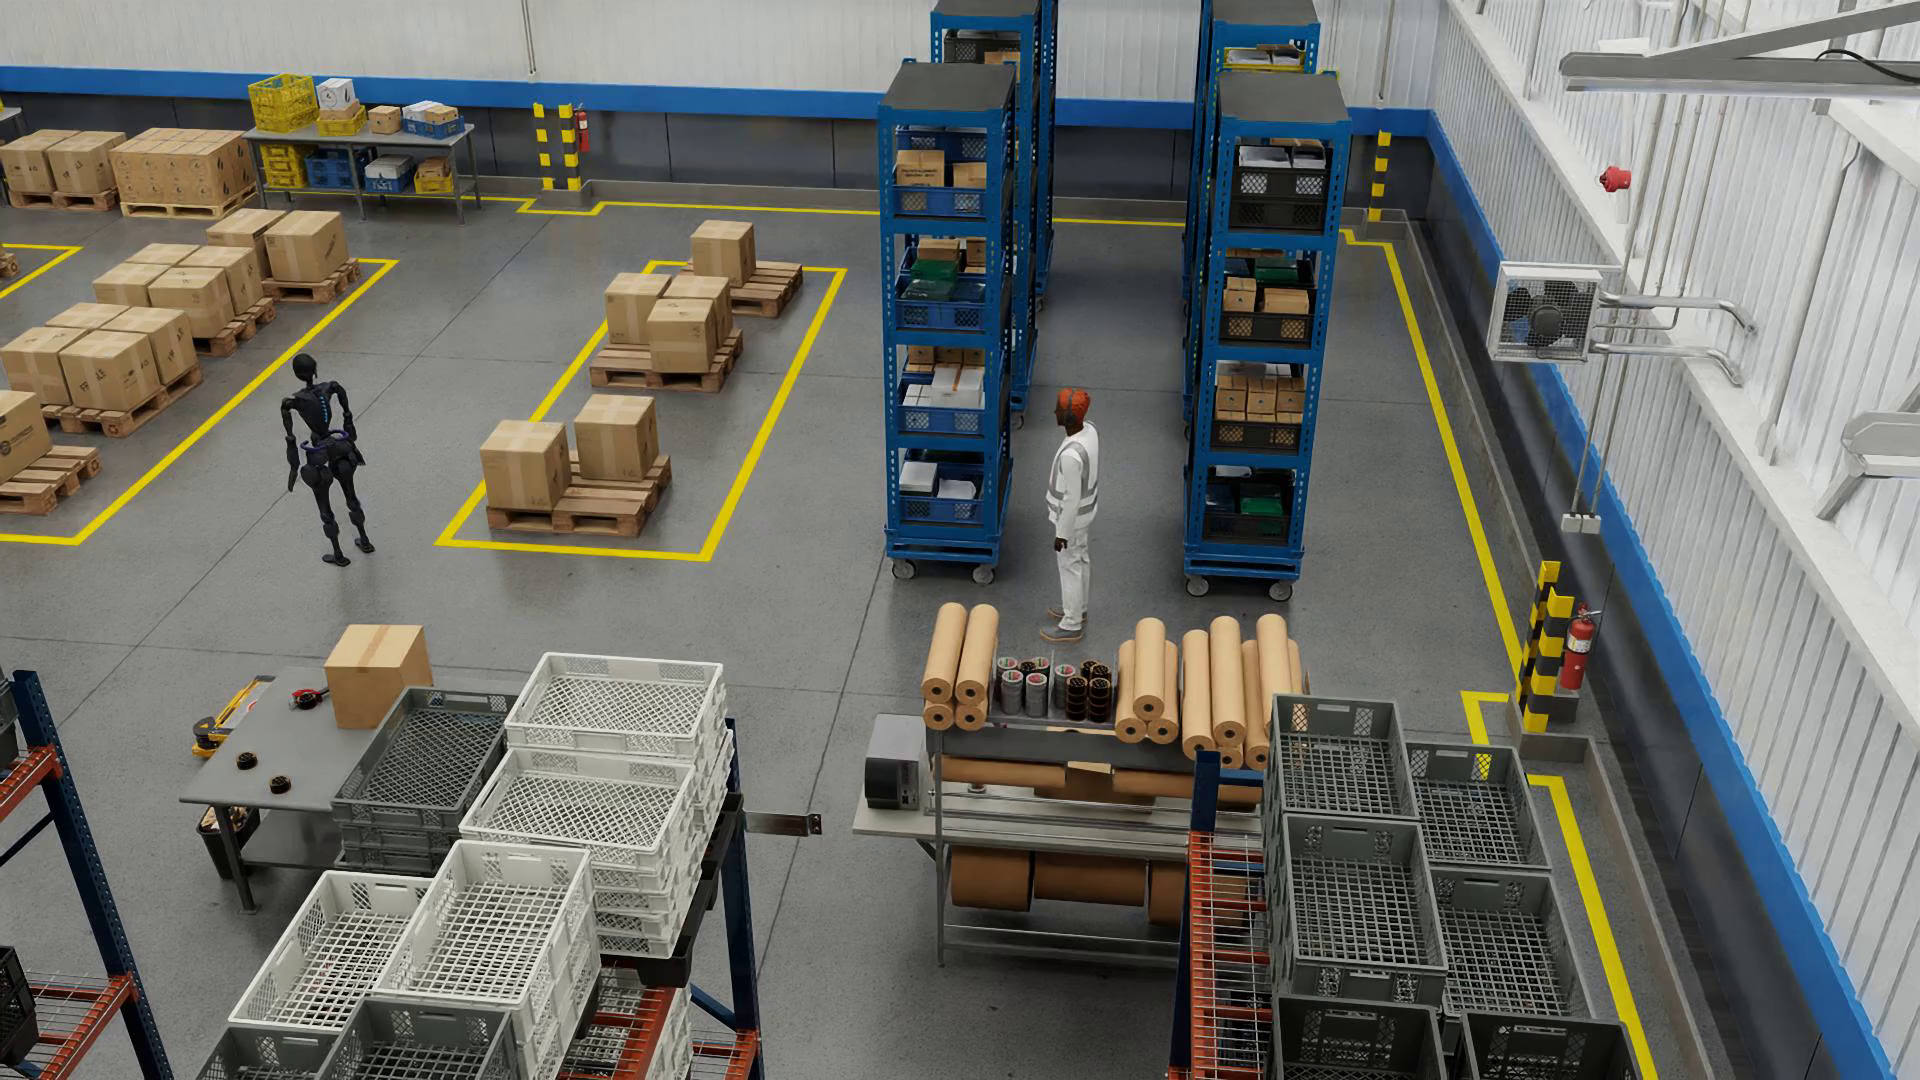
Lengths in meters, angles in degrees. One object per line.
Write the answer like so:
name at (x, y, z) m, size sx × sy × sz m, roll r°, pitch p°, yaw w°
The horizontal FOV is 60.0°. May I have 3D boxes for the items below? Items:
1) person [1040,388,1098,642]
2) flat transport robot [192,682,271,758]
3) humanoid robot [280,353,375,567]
person at (0.756, -0.171, 11.361) m, size 0.343 × 1.882 × 0.586 m, roll 8°, pitch 31°, yaw 14°
flat transport robot at (-4.089, 1.163, 10.648) m, size 1.431 × 0.197 × 0.652 m, roll 3°, pitch 30°, yaw 6°
humanoid robot at (-4.694, -0.606, 12.302) m, size 0.315 × 1.656 × 0.609 m, roll 21°, pitch 36°, yaw 31°
